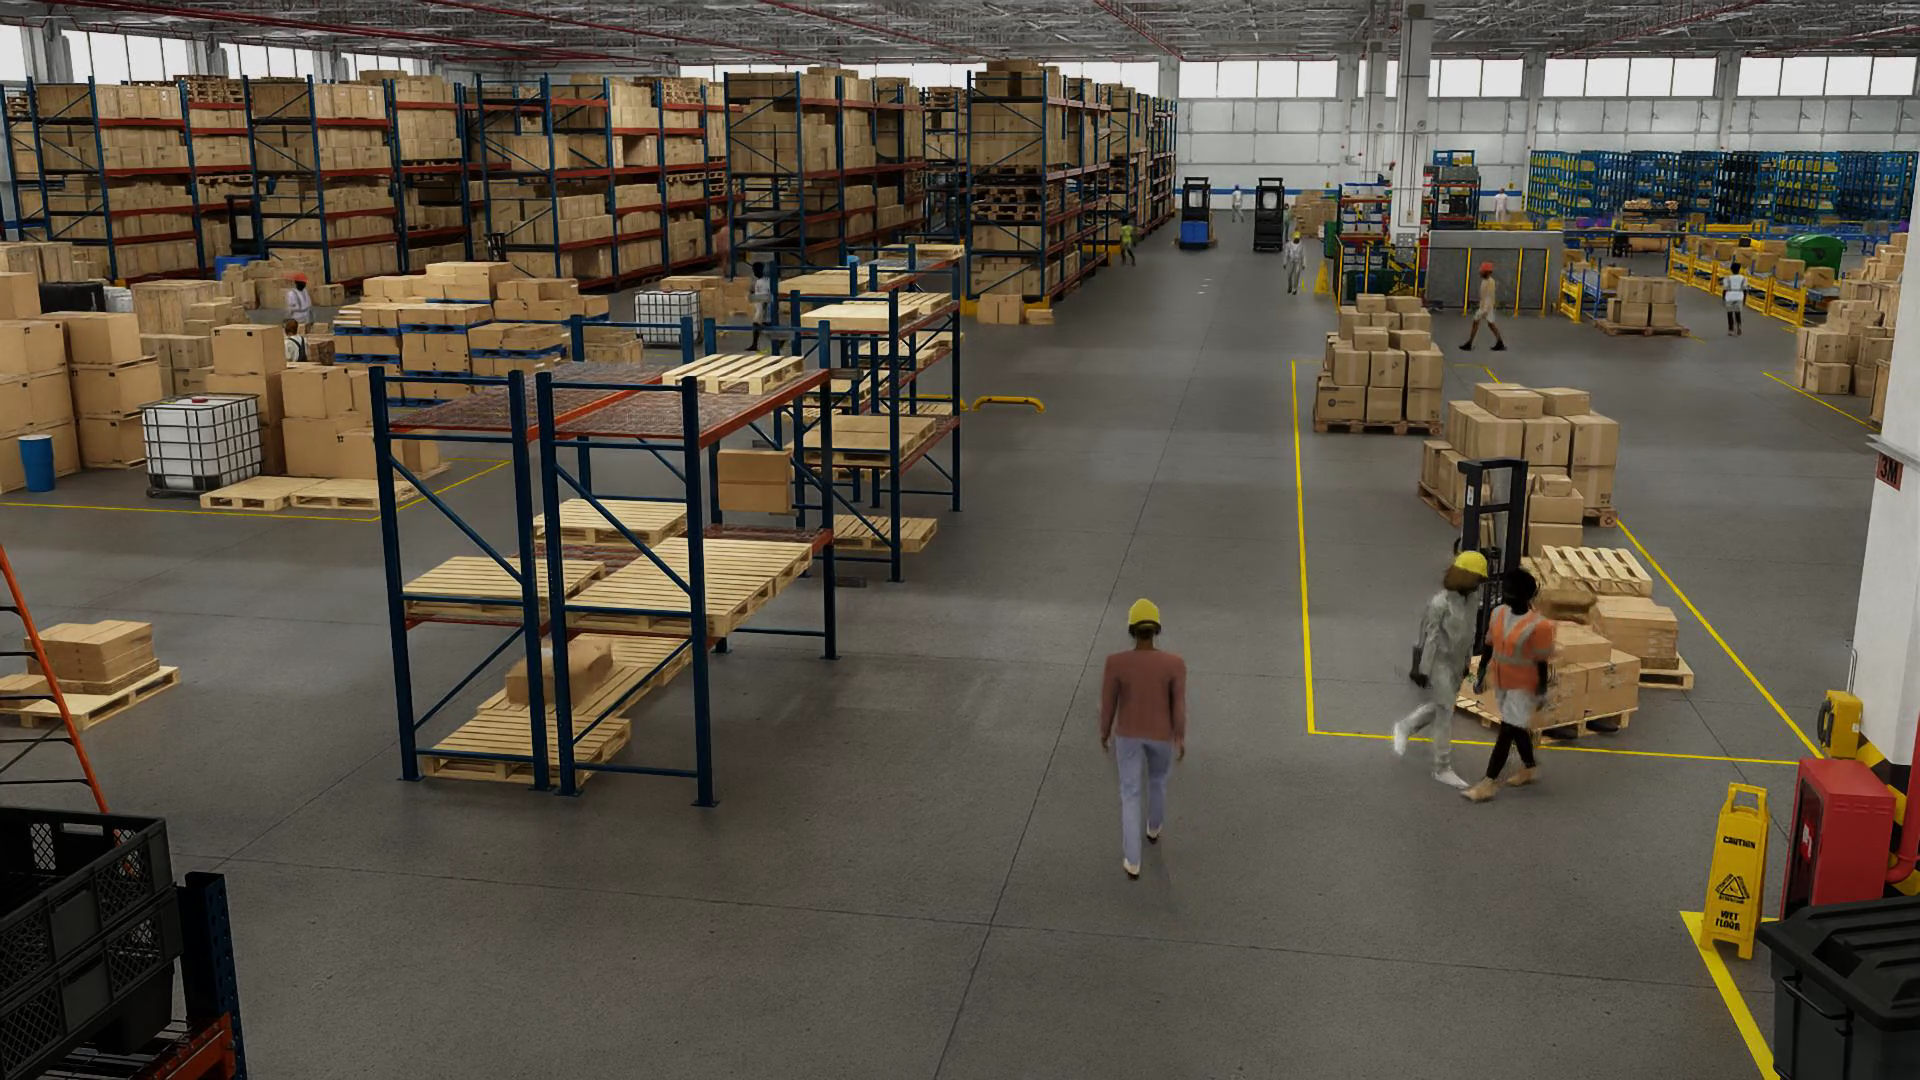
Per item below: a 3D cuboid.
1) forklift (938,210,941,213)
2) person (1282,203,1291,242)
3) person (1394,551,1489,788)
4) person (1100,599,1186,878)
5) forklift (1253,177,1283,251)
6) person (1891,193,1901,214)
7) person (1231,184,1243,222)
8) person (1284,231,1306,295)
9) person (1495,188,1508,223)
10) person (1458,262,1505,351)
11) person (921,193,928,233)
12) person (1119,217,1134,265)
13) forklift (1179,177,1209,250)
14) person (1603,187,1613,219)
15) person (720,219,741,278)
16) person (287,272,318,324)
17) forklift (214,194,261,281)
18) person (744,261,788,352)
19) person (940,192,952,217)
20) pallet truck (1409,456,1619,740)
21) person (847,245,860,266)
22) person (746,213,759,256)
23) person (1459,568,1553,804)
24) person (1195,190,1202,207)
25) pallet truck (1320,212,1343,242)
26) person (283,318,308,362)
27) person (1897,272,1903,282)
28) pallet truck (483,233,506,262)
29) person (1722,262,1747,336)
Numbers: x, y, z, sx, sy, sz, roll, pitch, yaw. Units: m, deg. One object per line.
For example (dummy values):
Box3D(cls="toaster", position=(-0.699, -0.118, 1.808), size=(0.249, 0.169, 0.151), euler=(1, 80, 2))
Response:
Box3D(cls="forklift", position=(-1.913, -20.086, 94.755), size=(1.873, 2.768, 1.129), euler=(3, 14, 10))
Box3D(cls="person", position=(13.778, -13.440, 70.354), size=(0.501, 1.628, 0.277), euler=(-3, 14, -14))
Box3D(cls="person", position=(3.472, 0.880, 12.072), size=(0.560, 1.698, 0.735), euler=(-10, 17, -34))
Box3D(cls="person", position=(1.160, 1.218, 10.647), size=(0.531, 1.722, 0.882), euler=(0, 14, 2))
Box3D(cls="forklift", position=(12.083, -12.747, 64.956), size=(1.129, 2.768, 1.873), euler=(3, 14, 10))
Box3D(cls="person", position=(43.984, -15.409, 77.996), size=(0.951, 1.790, 0.583), euler=(2, 14, 8))
Box3D(cls="person", position=(14.209, -17.202, 85.027), size=(0.623, 1.926, 0.753), euler=(-6, 15, -23))
Box3D(cls="person", position=(9.545, -7.877, 47.372), size=(0.633, 1.811, 0.532), euler=(3, 14, 13))
Box3D(cls="person", position=(26.012, -15.933, 79.899), size=(0.640, 1.909, 0.409), euler=(9, 16, 32))
Box3D(cls="person", position=(11.211, -4.964, 35.410), size=(0.983, 1.892, 0.560), euler=(-1, 14, -4))
Box3D(cls="person", position=(-1.603, -14.972, 75.933), size=(0.545, 1.938, 0.361), euler=(1, 14, 5))
Box3D(cls="person", position=(5.791, -10.391, 57.891), size=(0.589, 1.664, 0.545), euler=(-8, 16, -31))
Box3D(cls="forklift", position=(9.296, -12.939, 65.736), size=(1.129, 2.768, 1.873), euler=(2, 14, 10))
Box3D(cls="person", position=(32.025, -16.422, 81.802), size=(0.959, 1.966, 0.617), euler=(-1, 14, -6))
Box3D(cls="person", position=(-7.312, -9.293, 53.008), size=(0.677, 1.878, 0.774), euler=(8, 16, 28))
Box3D(cls="person", position=(-12.851, -4.308, 32.725), size=(0.962, 1.888, 0.573), euler=(3, 14, 12))
Box3D(cls="forklift", position=(-20.579, -8.556, 47.942), size=(1.129, 2.768, 1.873), euler=(3, 14, 10))
Box3D(cls="person", position=(-4.122, -4.943, 35.231), size=(0.908, 1.939, 0.607), euler=(-2, 14, -9))
Box3D(cls="person", position=(-0.777, -18.408, 90.044), size=(0.641, 1.864, 0.974), euler=(2, 14, 10))
Box3D(cls="pallet truck", position=(4.504, 0.400, 13.395), size=(0.823, 1.965, 1.885), euler=(-6, 15, -23))
Box3D(cls="person", position=(-2.835, -6.884, 43.590), size=(0.533, 1.696, 0.318), euler=(4, 14, 14))
Box3D(cls="person", position=(-7.791, -11.325, 61.775), size=(0.555, 1.616, 0.550), euler=(1, 14, 4))
Box3D(cls="person", position=(3.846, 1.005, 11.655), size=(0.804, 1.649, 0.540), euler=(-6, 15, -23))
Box3D(cls="person", position=(12.909, -18.364, 90.137), size=(0.402, 1.733, 0.487), euler=(12, 18, 40))
Box3D(cls="pallet truck", position=(15.874, -13.227, 70.310), size=(0.680, 1.201, 1.601), euler=(10, 17, 35))
Box3D(cls="person", position=(-10.112, -2.462, 25.332), size=(0.345, 1.846, 0.506), euler=(4, 14, 16))
Box3D(cls="person", position=(20.406, -5.084, 35.573), size=(0.689, 2.000, 0.538), euler=(2, 14, 8))
Box3D(cls="pallet truck", position=(-11.832, -7.026, 43.548), size=(1.885, 1.965, 0.823), euler=(8, 16, 28))
Box3D(cls="person", position=(17.691, -5.507, 38.044), size=(0.522, 1.670, 0.364), euler=(2, 14, 9))
